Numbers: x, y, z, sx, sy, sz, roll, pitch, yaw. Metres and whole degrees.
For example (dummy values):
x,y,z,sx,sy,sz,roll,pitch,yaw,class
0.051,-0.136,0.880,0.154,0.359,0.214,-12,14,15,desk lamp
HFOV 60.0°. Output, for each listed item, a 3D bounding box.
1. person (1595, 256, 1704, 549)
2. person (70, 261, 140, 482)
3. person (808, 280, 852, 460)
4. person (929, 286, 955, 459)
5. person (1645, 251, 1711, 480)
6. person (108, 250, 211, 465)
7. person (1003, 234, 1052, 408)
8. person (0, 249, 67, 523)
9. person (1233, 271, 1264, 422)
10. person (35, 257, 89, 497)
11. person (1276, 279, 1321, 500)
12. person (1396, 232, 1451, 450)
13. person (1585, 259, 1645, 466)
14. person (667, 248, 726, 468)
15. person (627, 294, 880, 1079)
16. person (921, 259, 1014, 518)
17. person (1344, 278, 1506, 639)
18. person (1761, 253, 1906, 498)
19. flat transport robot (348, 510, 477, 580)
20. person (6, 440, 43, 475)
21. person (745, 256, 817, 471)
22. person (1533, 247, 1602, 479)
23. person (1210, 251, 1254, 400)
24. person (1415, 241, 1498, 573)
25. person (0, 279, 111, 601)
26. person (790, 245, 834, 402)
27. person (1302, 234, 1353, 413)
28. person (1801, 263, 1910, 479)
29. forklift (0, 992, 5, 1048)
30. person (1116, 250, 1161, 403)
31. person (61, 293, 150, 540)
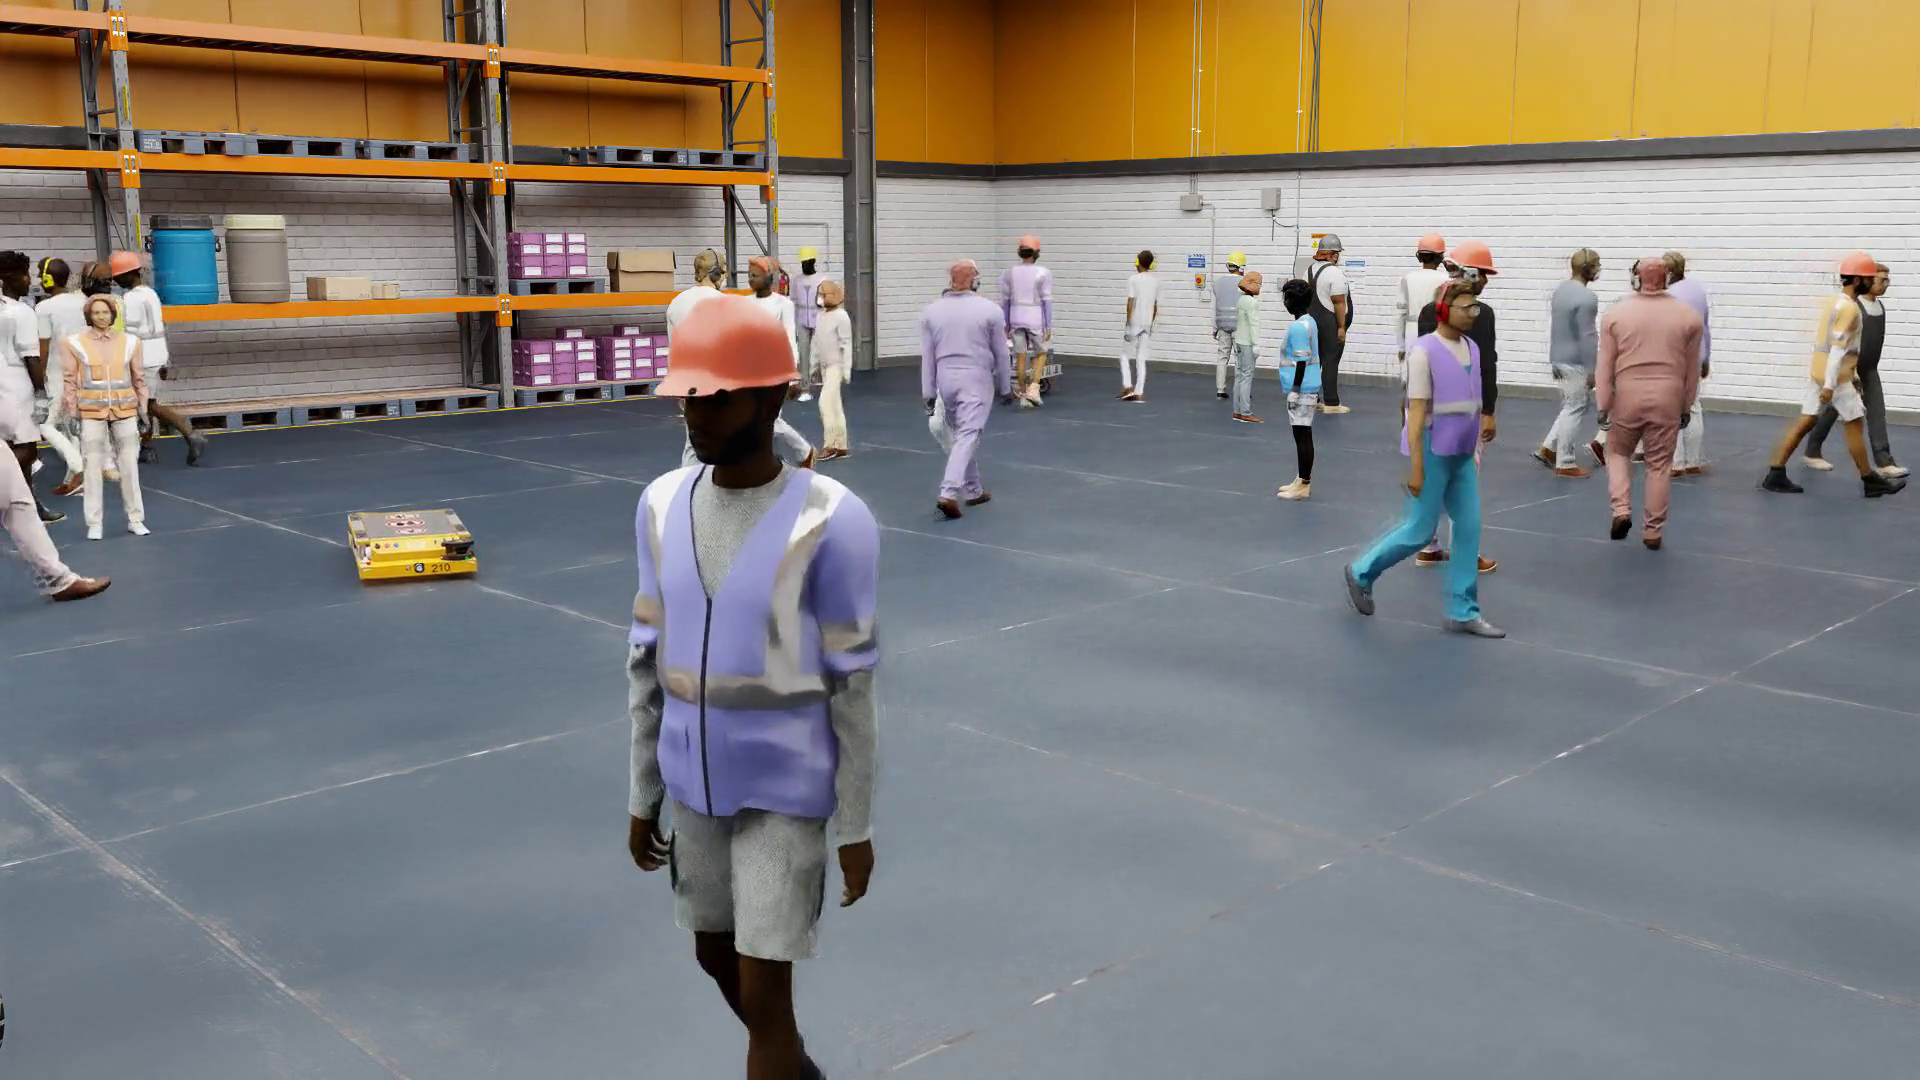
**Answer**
x,y,z,sx,sy,sz,roll,pitch,yaw,class
4.447,-0.884,10.793,0.637,1.894,0.446,3,11,16,person
-7.015,-1.360,13.590,0.457,1.813,0.662,4,11,21,person
-1.228,-1.516,14.944,0.557,1.616,0.525,-7,12,-32,person
-0.029,-1.221,13.336,0.518,1.625,0.363,9,14,41,person
6.005,-1.439,13.826,0.776,1.901,0.373,-8,13,-37,person
-7.027,-1.575,14.549,0.776,1.900,0.561,-2,11,-12,person
0.797,-2.539,19.409,0.632,2.034,0.463,4,11,21,person
-6.566,-1.008,11.350,0.610,1.941,0.765,6,12,31,person
3.145,-2.100,18.104,0.279,1.633,0.498,-2,10,-8,person
-6.895,-1.241,12.802,0.535,1.859,0.551,4,11,19,person
2.602,-1.148,12.754,0.322,1.692,0.531,3,11,17,person
4.338,-1.817,15.434,0.611,2.048,0.364,10,14,43,person
5.900,-1.562,14.646,0.858,1.833,0.485,-3,11,-16,person
-1.703,-1.008,11.334,0.627,1.934,0.371,7,12,34,person
-0.409,0.477,3.342,0.552,1.949,0.631,5,12,27,person
0.023,-1.112,12.115,0.629,1.863,1.019,6,12,30,person
2.409,-0.429,8.508,0.576,1.818,0.810,-10,14,-42,person
6.817,-1.268,12.897,1.003,1.887,0.555,2,11,12,person
-3.434,0.002,10.360,0.652,0.197,1.431,-4,11,-22,flat transport robot
-7.478,-1.281,12.954,0.673,1.884,0.453,9,14,41,person
-1.490,-1.305,13.149,0.582,1.865,0.666,9,14,40,person
5.117,-1.452,13.784,0.441,1.920,0.648,0,10,-2,person
3.363,-2.616,20.379,0.599,1.830,0.404,8,13,36,person
3.008,-0.795,10.026,0.391,1.987,0.608,-5,12,-26,person
-5.281,-0.511,8.919,0.658,1.838,1.087,9,14,42,person
-1.797,-2.662,20.407,0.598,1.908,0.720,3,11,15,person
4.225,-2.471,19.020,0.538,2.000,0.684,-5,11,-25,person
7.582,-1.428,14.020,0.520,1.794,0.989,-4,11,-23,person
-3.245,0.323,3.363,2.313,2.155,1.214,2,11,13,forklift
2.153,-2.593,20.228,0.561,1.837,0.528,-6,12,-29,person
-5.709,-0.826,11.142,0.517,1.639,0.310,-7,13,-35,person
